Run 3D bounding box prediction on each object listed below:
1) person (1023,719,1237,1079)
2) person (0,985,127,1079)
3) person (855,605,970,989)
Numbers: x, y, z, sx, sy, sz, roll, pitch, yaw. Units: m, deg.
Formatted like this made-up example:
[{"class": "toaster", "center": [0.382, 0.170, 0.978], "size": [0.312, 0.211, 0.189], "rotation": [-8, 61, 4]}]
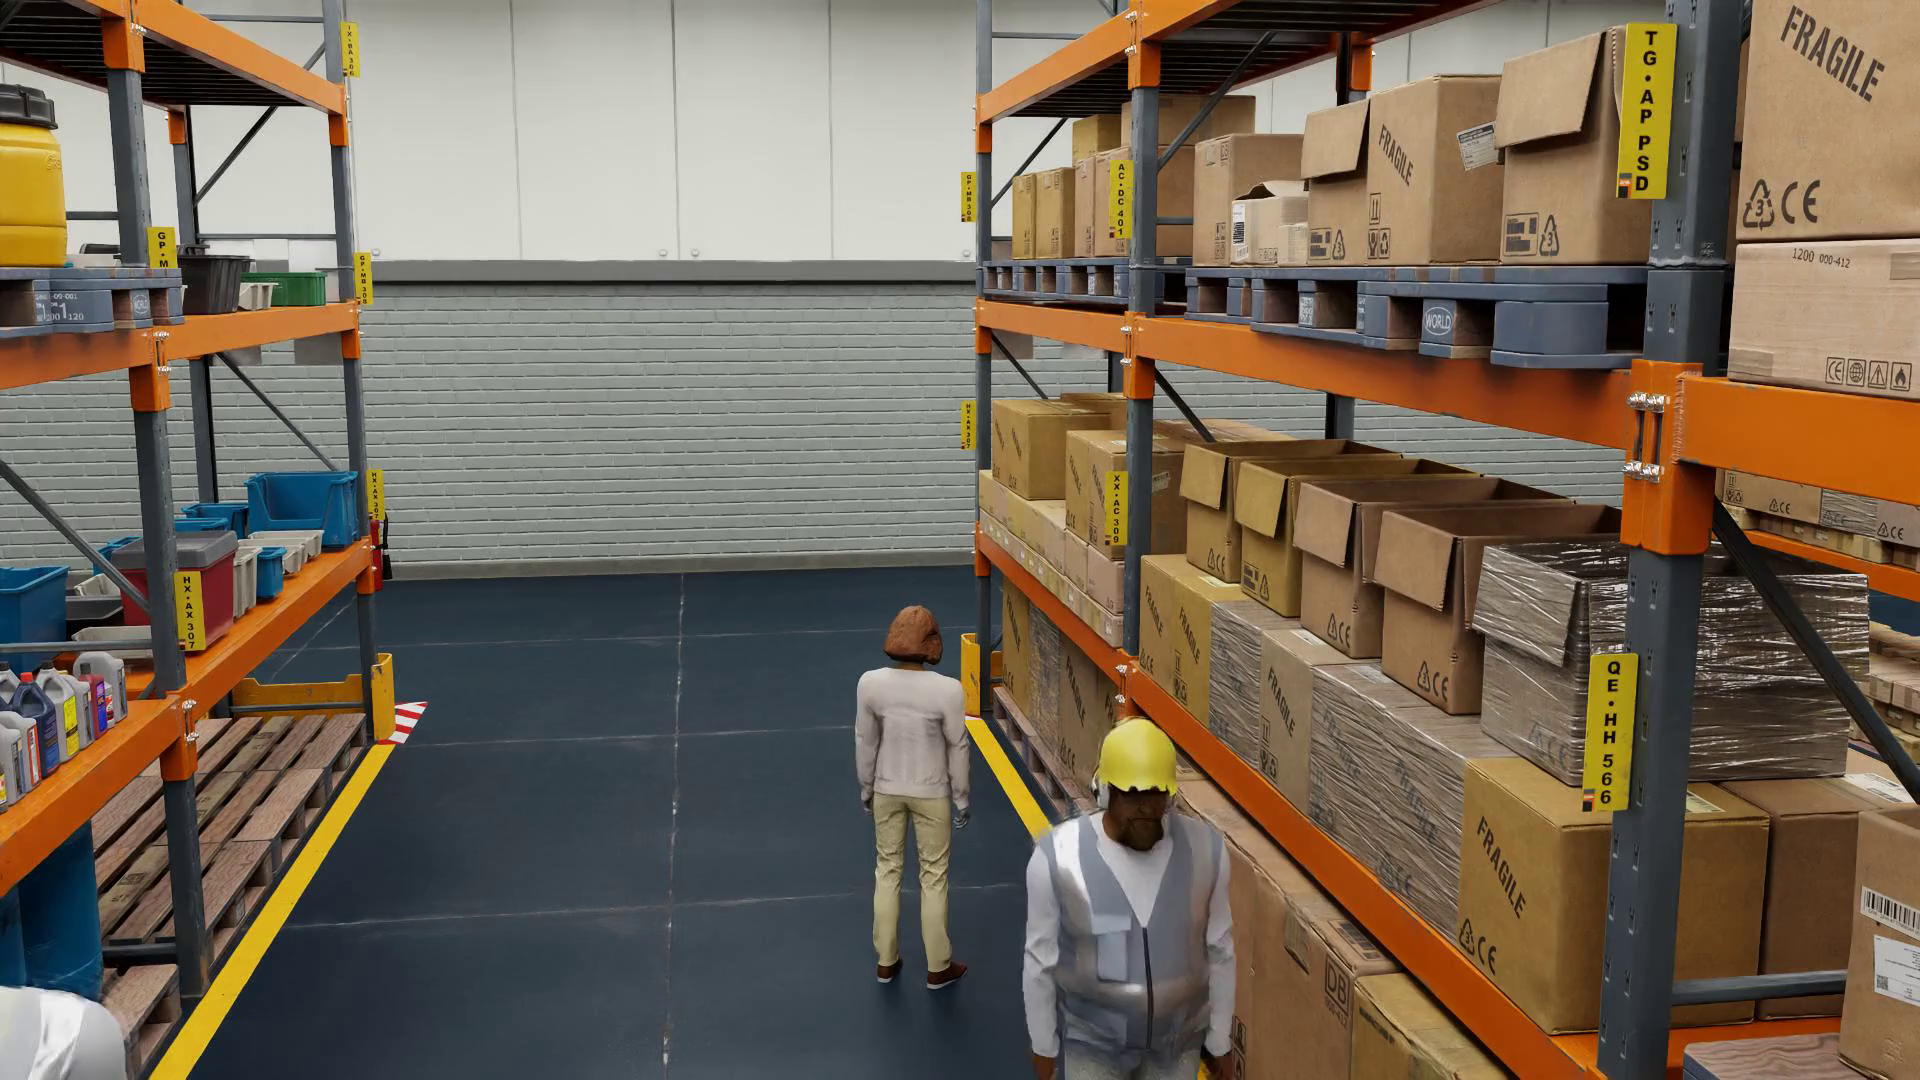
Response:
[{"class": "person", "center": [0.478, 1.372, 4.741], "size": [0.599, 1.818, 0.499], "rotation": [-1, 9, -8]}, {"class": "person", "center": [-1.979, 1.531, 3.328], "size": [0.614, 1.950, 0.446], "rotation": [-2, 9, -9]}, {"class": "person", "center": [-0.196, 1.085, 7.059], "size": [0.507, 1.631, 0.270], "rotation": [3, 10, 20]}]
